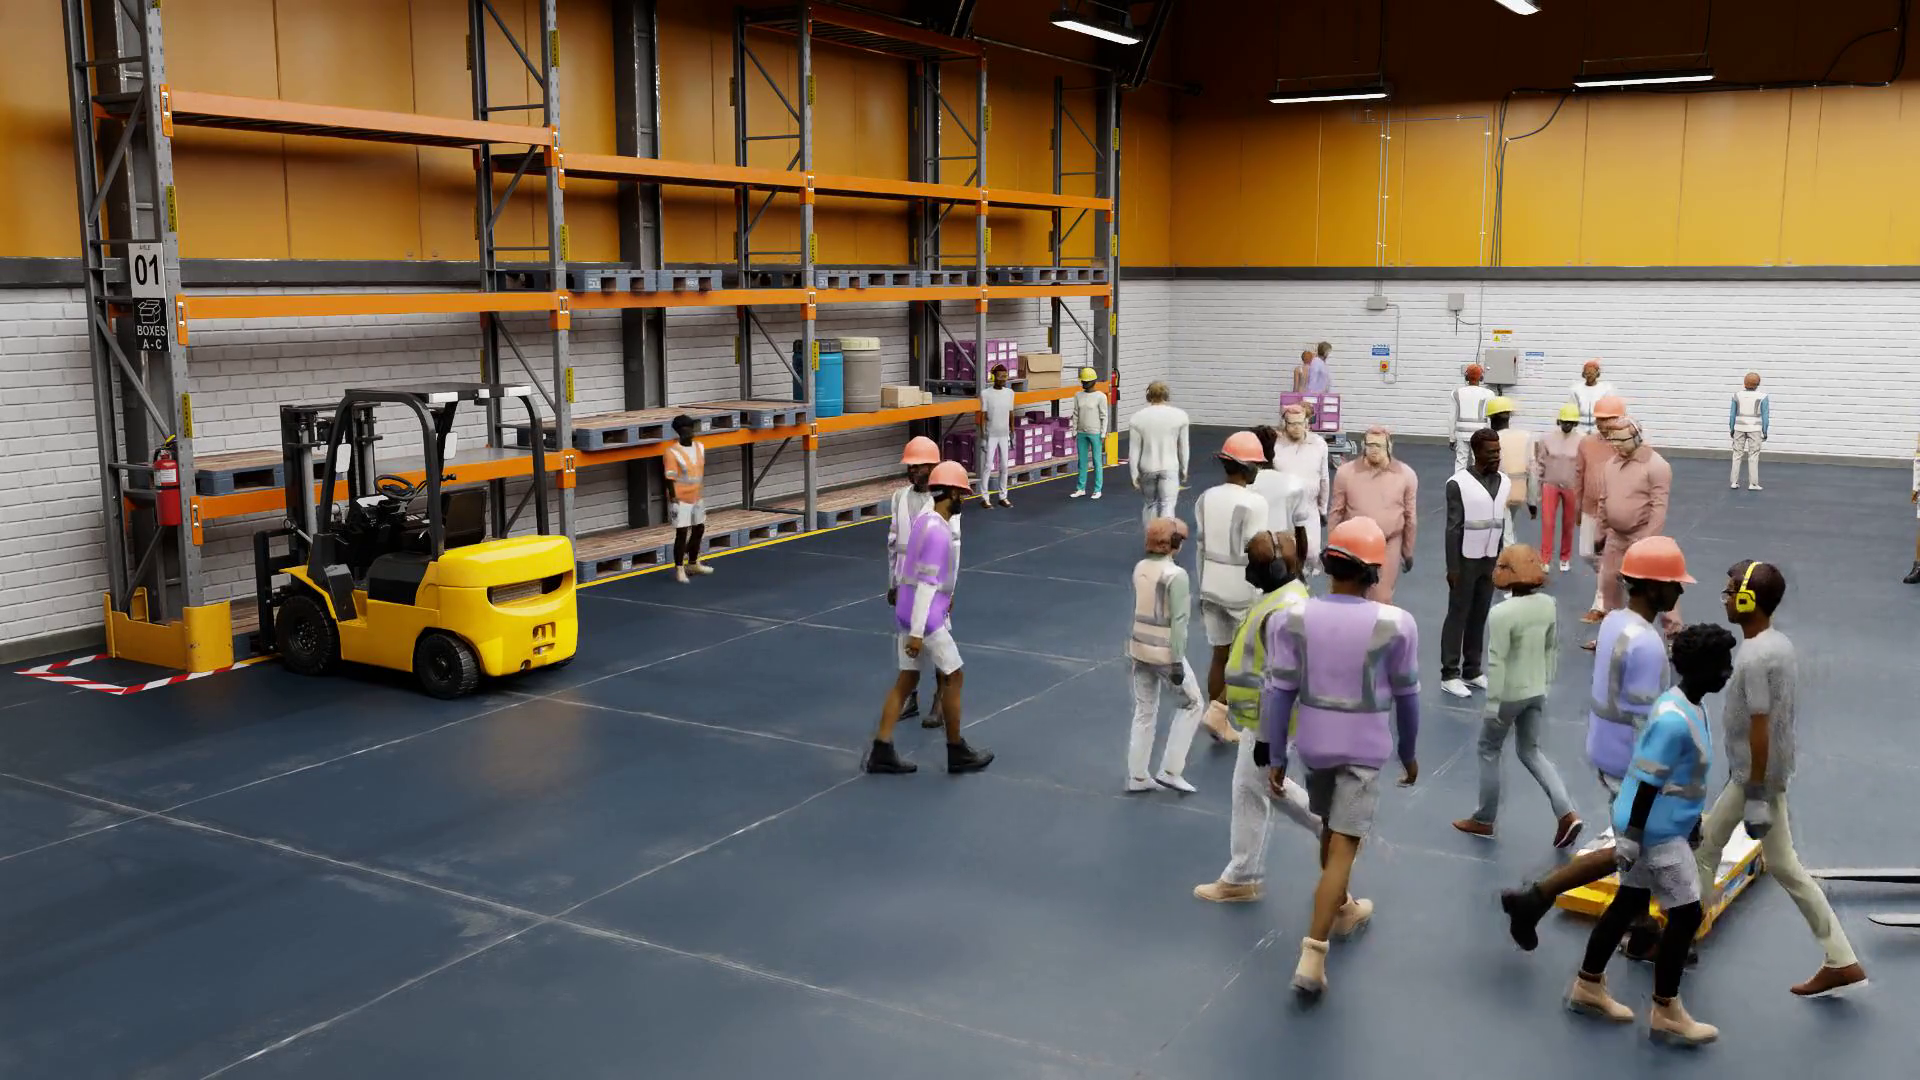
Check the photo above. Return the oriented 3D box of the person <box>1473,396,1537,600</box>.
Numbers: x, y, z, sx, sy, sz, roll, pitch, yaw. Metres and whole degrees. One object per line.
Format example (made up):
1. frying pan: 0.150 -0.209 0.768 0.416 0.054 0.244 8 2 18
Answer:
1. person: 4.991 -0.393 15.449 0.607 1.867 0.991 -3 10 -18

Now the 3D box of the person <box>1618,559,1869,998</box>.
1. person: 3.353 0.994 6.969 0.967 1.830 0.540 7 12 38

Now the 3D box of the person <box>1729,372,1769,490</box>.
1. person: 10.969 -1.507 23.134 0.307 1.637 0.525 -9 13 -43

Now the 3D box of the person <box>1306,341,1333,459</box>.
1. person: 5.908 -2.273 27.075 0.724 1.911 0.662 4 10 22

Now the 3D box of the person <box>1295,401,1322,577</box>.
1. person: 3.200 -0.439 16.073 1.023 1.786 0.562 -7 11 -36

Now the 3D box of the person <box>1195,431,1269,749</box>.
1. person: 1.723 0.332 10.442 0.456 2.030 0.649 -6 11 -31

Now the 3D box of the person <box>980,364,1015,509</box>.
1. person: 0.483 -1.324 21.321 0.517 1.860 0.317 -5 10 -27

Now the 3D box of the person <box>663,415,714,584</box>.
1. person: -2.656 -0.404 16.167 0.408 1.658 0.622 6 11 34

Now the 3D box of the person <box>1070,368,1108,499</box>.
1. person: 1.721 -1.421 22.230 0.523 1.759 0.336 7 11 37

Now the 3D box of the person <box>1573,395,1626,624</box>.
1. person: 5.642 -0.283 14.437 0.702 1.978 0.625 -7 12 -38

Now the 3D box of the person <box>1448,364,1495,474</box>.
1. person: 6.428 -1.269 20.881 0.584 1.882 0.345 6 11 35

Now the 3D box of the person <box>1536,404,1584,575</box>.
1. person: 6.001 -0.496 16.569 0.530 1.715 0.890 4 10 23

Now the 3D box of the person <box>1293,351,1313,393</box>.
1. person: 6.175 -2.547 29.623 0.512 1.641 0.307 -2 9 -11

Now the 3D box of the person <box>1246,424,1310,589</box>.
1. person: 2.147 0.156 11.782 0.630 1.946 0.513 0 9 1

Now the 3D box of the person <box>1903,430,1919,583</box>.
1. person: 9.444 -0.508 15.995 0.374 1.930 0.542 -8 12 -42

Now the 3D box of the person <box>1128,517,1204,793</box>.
1. person: 1.171 0.675 9.589 0.486 1.618 0.519 -5 10 -27

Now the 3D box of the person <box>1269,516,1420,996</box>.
1. person: 1.623 0.890 7.121 0.605 1.997 1.099 6 11 32

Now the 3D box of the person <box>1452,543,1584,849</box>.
1. person: 2.953 0.821 8.700 0.508 1.612 0.679 -6 11 -33

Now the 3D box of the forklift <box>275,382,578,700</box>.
1. forklift: -3.974 -0.067 12.417 2.313 2.155 1.214 5 11 30

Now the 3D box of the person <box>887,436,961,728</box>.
1. person: -0.257 0.276 11.066 0.545 1.942 0.349 6 11 32

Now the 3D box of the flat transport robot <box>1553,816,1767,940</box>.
1. flat transport robot: 3.486 1.577 8.141 0.652 0.197 1.431 7 12 39

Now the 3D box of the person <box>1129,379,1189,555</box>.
1. person: 2.082 -0.727 17.446 0.631 1.910 0.882 2 9 11

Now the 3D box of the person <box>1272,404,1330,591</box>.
1. person: 2.895 -0.245 14.473 0.691 1.885 0.447 -1 9 -4

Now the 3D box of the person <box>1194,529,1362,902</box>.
1. person: 1.528 0.843 7.915 0.746 1.815 0.637 1 9 8

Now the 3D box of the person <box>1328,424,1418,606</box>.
1. person: 3.170 0.034 12.790 0.653 1.881 0.851 3 10 20

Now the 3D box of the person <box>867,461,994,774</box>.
1. person: -0.163 0.475 9.975 0.886 1.881 0.562 -2 9 -14

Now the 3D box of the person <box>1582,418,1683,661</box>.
1. person: 5.345 -0.011 13.056 0.542 1.884 0.841 -4 10 -24

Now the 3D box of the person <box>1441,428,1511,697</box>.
1. person: 3.693 0.148 11.934 0.590 1.919 0.394 -6 11 -32

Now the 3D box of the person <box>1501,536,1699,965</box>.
1. person: 2.801 0.922 7.158 0.788 1.913 0.548 1 9 9

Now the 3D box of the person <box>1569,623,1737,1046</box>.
1. person: 2.764 1.133 6.537 0.675 1.656 0.549 4 10 24

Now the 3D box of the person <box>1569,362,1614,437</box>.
1. person: 8.465 -1.474 22.333 0.593 1.831 0.985 4 10 23
